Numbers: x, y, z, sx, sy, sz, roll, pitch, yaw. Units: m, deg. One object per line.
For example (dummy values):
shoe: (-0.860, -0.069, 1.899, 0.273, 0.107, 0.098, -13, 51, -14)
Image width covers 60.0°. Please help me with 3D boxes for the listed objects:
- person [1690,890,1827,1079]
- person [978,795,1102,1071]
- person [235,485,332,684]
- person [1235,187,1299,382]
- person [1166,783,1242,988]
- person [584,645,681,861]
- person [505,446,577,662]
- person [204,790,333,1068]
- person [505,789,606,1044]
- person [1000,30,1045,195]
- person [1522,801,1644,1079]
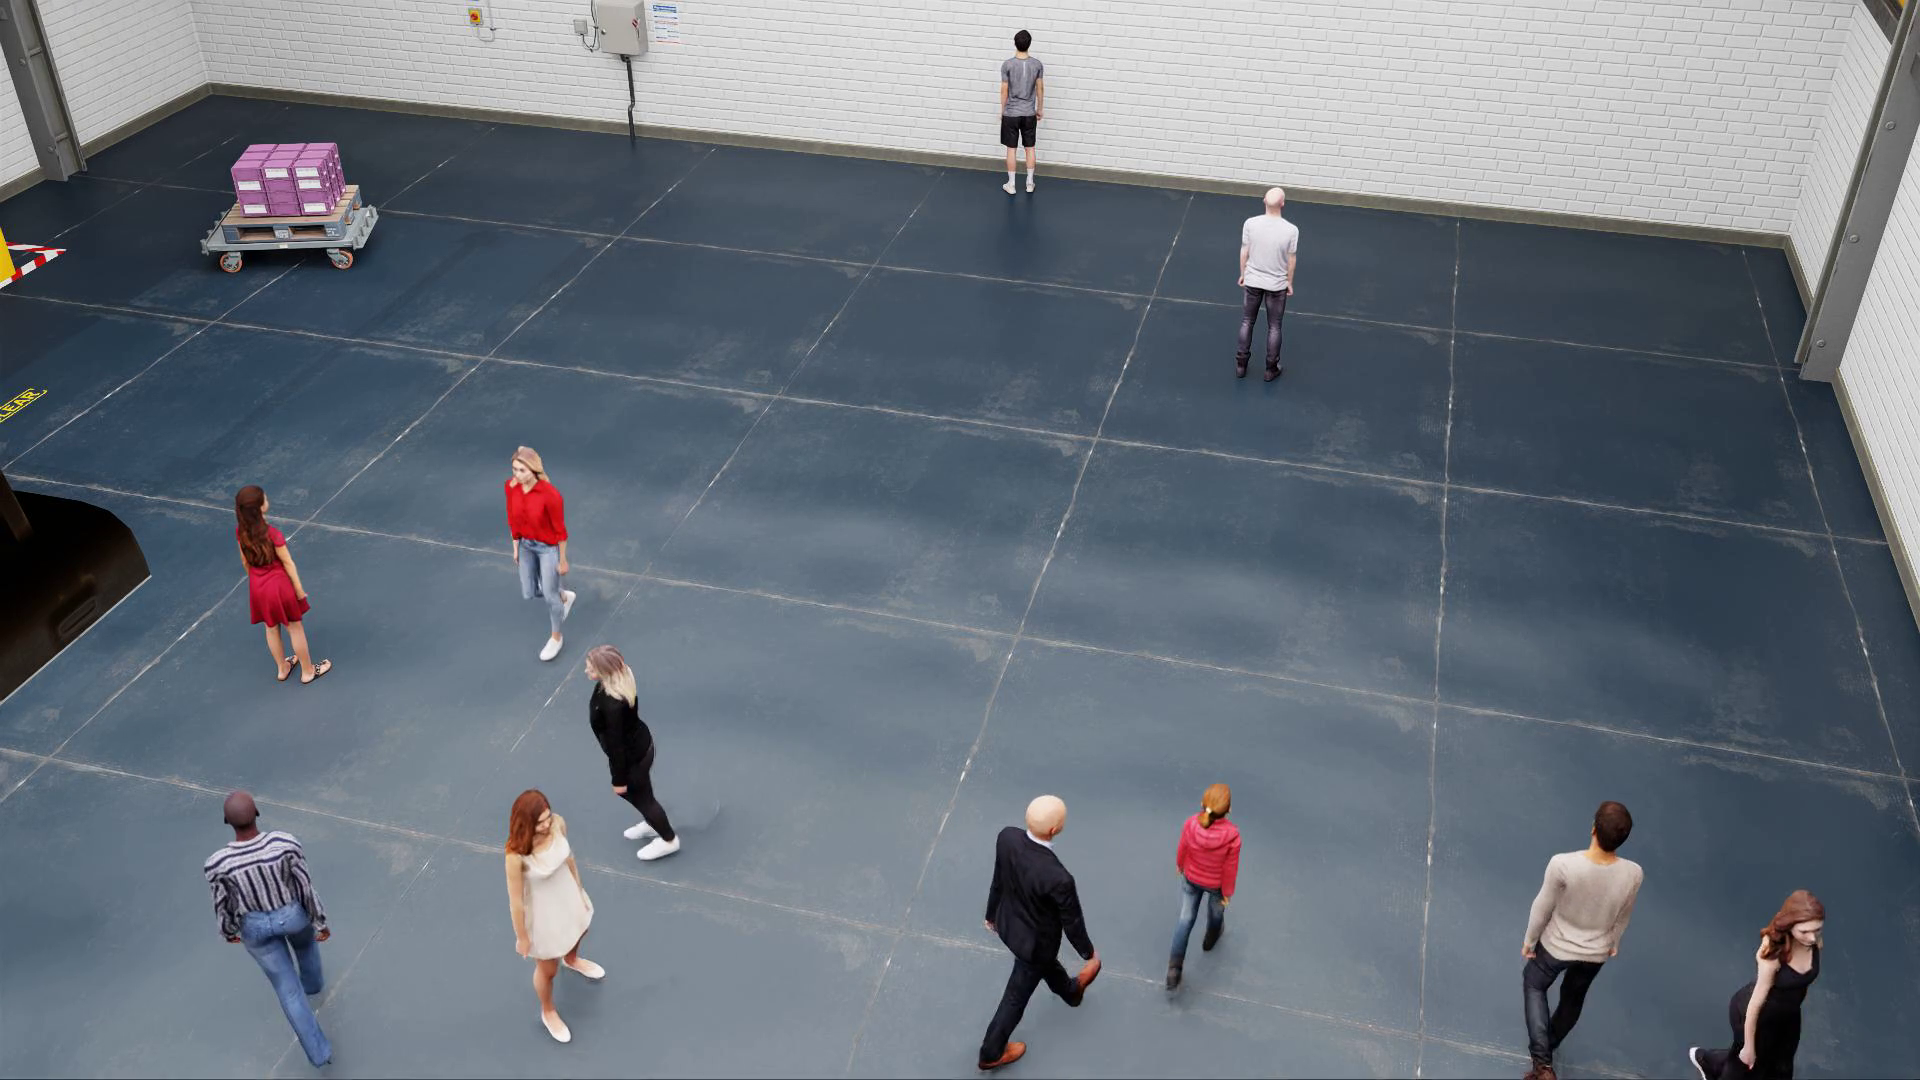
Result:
person: (3.928, 2.306, 8.285, 0.834, 1.727, 0.894, -19, 38, -26)
person: (0.306, 2.079, 8.601, 1.257, 1.756, 1.151, -21, 39, -29)
person: (-4.728, 0.309, 11.447, 0.537, 1.553, 0.589, 8, 34, 12)
person: (2.782, -2.337, 15.177, 0.687, 1.831, 0.602, 13, 36, 18)
person: (1.338, 1.936, 9.235, 0.633, 1.291, 0.941, 14, 36, 20)
person: (-1.903, 1.274, 9.905, 0.821, 1.652, 0.734, -1, 34, -2)
person: (-2.913, 0.037, 11.725, 0.663, 1.698, 0.771, 12, 35, 17)
person: (-3.503, 2.075, 8.598, 1.063, 1.765, 1.127, -17, 37, -24)
person: (-2.197, 1.945, 8.858, 0.882, 1.695, 0.748, 22, 40, 30)
person: (0.689, -4.877, 18.961, 0.733, 1.871, 0.703, -6, 34, -8)
person: (3.137, 2.118, 8.453, 0.727, 1.853, 0.930, 4, 34, 6)
